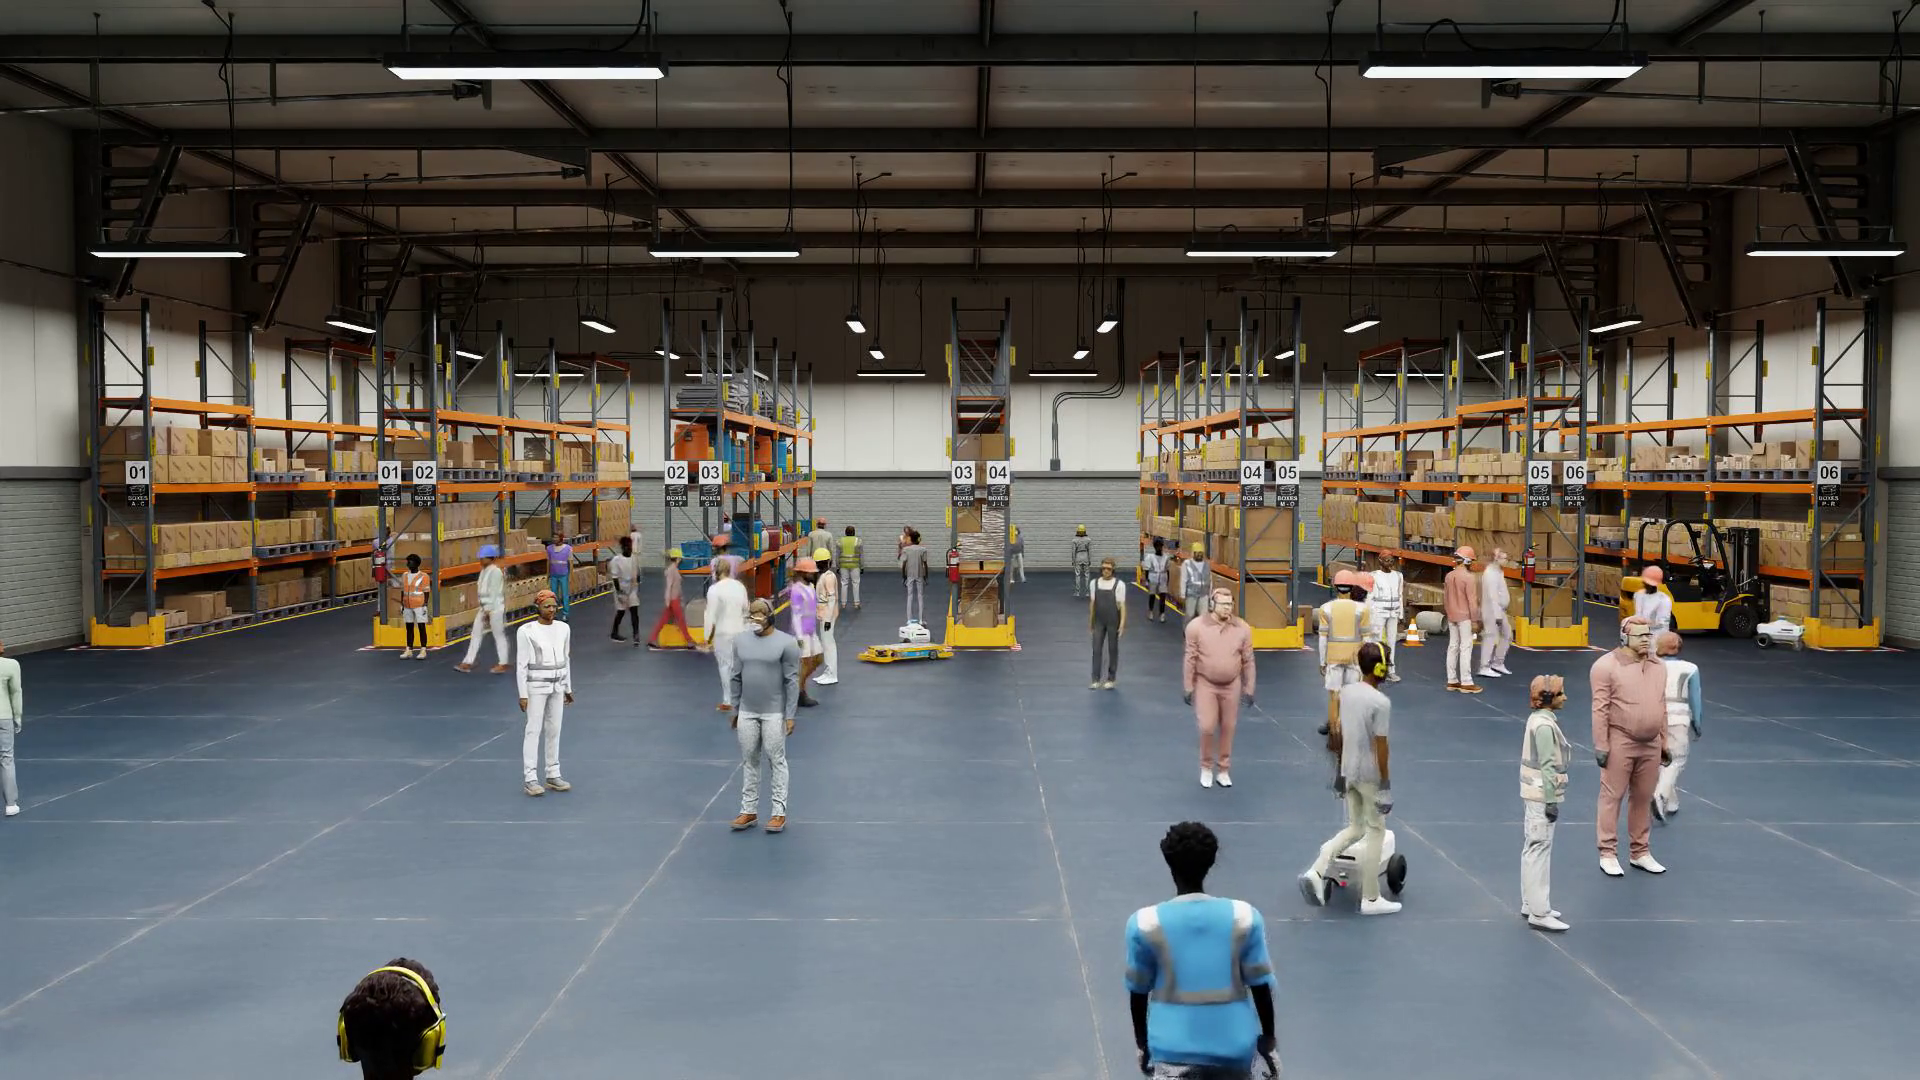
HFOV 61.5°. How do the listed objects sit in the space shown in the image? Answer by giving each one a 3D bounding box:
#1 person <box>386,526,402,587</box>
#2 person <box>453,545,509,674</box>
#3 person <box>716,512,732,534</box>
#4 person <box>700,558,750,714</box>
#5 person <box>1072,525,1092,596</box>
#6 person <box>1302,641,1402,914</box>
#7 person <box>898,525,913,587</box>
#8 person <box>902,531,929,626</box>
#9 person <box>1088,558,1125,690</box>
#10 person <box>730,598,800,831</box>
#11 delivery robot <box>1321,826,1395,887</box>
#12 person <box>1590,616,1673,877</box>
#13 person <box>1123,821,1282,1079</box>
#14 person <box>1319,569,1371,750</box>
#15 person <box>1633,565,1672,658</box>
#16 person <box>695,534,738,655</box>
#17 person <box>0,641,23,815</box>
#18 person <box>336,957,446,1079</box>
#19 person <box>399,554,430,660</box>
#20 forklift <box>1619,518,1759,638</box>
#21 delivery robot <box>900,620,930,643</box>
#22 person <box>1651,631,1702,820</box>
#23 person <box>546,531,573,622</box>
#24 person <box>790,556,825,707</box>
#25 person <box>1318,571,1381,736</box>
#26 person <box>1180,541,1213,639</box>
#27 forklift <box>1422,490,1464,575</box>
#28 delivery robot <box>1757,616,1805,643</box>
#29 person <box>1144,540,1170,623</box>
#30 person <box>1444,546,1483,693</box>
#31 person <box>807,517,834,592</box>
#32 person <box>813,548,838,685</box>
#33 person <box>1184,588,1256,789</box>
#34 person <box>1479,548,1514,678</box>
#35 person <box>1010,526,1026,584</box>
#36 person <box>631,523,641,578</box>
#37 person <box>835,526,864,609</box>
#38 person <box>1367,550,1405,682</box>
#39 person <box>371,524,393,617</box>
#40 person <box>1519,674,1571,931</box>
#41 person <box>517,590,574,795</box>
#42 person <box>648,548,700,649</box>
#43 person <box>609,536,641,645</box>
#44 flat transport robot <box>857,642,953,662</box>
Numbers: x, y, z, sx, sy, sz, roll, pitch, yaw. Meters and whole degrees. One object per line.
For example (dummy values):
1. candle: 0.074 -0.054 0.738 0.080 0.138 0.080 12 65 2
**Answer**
1. person: -10.780 0.689 31.212 0.639 2.027 0.495 0 2 1
2. person: -7.079 1.042 23.868 0.615 1.907 0.912 2 3 44
3. person: -6.515 0.185 45.053 0.551 1.932 0.378 0 2 4
4. person: -2.904 1.185 20.098 0.431 1.918 0.669 1 3 30
5. person: 2.966 0.504 39.388 0.485 1.745 0.296 0 2 -3
6. person: 2.648 1.592 10.767 0.643 1.849 0.546 -1 2 -21
7. person: -1.398 0.423 42.747 0.534 1.626 0.364 1 2 18
8. person: -0.882 0.748 31.726 0.537 1.866 0.314 0 2 3
9. person: 1.983 1.157 22.043 0.539 1.811 0.851 1 2 20
10. person: -1.636 1.442 13.425 0.627 1.934 0.371 1 2 21
11. delivery robot: 2.788 2.180 11.304 0.477 0.478 0.707 1 3 32
12. person: 4.992 1.512 11.958 0.638 1.911 0.406 -1 2 -15
13. person: 0.889 1.877 6.036 0.570 1.629 0.904 0 2 -5
14. person: 4.135 1.284 17.361 0.542 1.936 0.362 1 2 17
15. person: 8.212 1.233 19.295 0.487 1.886 0.706 -1 2 -19
16. person: -3.869 0.903 26.320 1.079 1.989 0.626 2 3 34
17. person: -8.360 1.570 13.910 0.498 1.634 0.280 -1 3 -33
18. person: -1.253 1.868 3.569 0.533 1.863 0.310 0 2 -1
19. person: -8.749 1.065 25.897 0.532 1.693 0.319 1 2 17
20. forklift: 13.417 0.684 29.791 2.313 2.155 1.214 0 2 0
21. delivery robot: -0.751 1.566 26.770 0.477 0.478 0.707 -1 2 -19
22. person: 6.067 1.586 13.869 0.524 1.606 0.738 2 3 38
23. person: -8.067 0.728 32.562 0.564 1.840 0.396 1 2 12
24. person: -1.947 1.164 20.574 0.402 1.918 0.564 1 2 19
25. person: 4.371 1.282 18.014 0.628 1.888 0.500 1 2 18
26. person: 4.112 0.920 28.166 0.597 1.805 0.760 0 2 -12
27. forklift: 13.926 -0.371 47.846 1.873 2.768 1.129 0 2 0
28. delivery robot: 13.939 1.538 27.402 0.707 0.478 0.477 2 3 38
29. person: 3.966 0.813 32.584 0.538 1.669 0.773 0 2 -5
30. person: 6.853 1.075 21.998 0.387 1.988 0.608 -1 2 -21
31. person: -3.315 0.435 38.372 0.637 1.963 0.759 0 2 -4
32. person: -1.911 1.073 22.813 0.377 1.922 0.593 -1 2 -13
33. person: 2.457 1.395 15.204 0.670 1.882 0.588 0 2 -4
34. person: 7.856 1.061 23.522 0.593 1.885 0.688 1 2 23
35. person: 1.541 0.400 44.019 0.509 1.574 0.870 -1 2 -21
36. person: -9.157 0.330 45.182 0.515 1.620 0.438 -2 3 -44
37. person: -2.429 0.603 35.690 0.633 1.841 0.429 0 2 4
38. person: 6.076 1.084 23.040 0.585 1.882 0.343 -1 2 -17
39. person: -11.997 0.632 33.730 0.635 1.939 0.362 0 2 6
40. person: 3.828 1.698 10.583 0.312 1.642 0.512 1 2 13
41. person: -3.853 1.403 15.016 0.340 1.882 0.585 2 3 39
42. person: -4.873 0.995 27.414 0.953 1.713 0.535 0 2 -2
43. person: -5.852 0.873 28.247 0.612 1.908 0.841 -2 3 -36
44. flat transport robot: -0.870 1.788 25.853 1.431 0.197 0.652 -2 3 -37
